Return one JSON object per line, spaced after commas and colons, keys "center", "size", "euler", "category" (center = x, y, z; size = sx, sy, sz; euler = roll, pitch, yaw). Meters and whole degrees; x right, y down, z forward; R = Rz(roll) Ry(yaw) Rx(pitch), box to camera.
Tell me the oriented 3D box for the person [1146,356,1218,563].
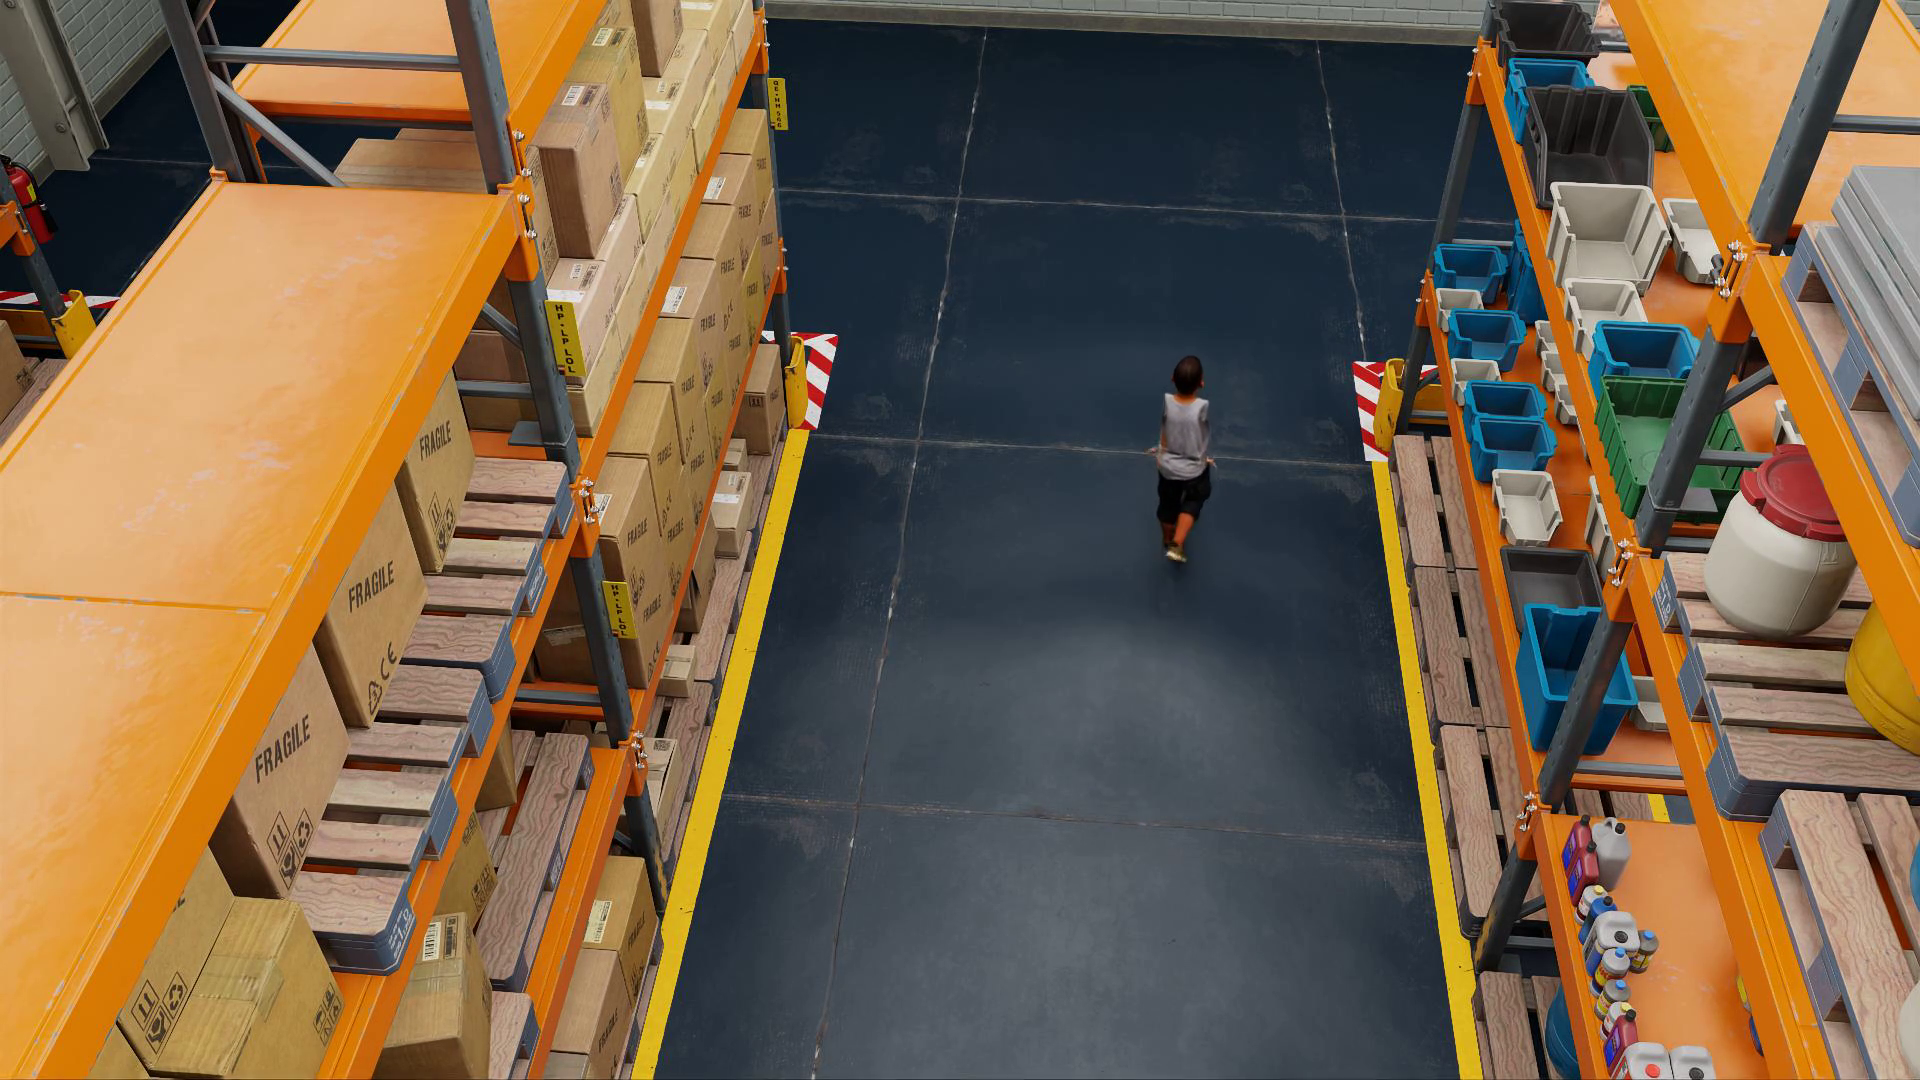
{"center": [1.282, -0.466, 9.645], "size": [0.666, 1.451, 0.743], "euler": [13, 45, 14], "category": "person"}
